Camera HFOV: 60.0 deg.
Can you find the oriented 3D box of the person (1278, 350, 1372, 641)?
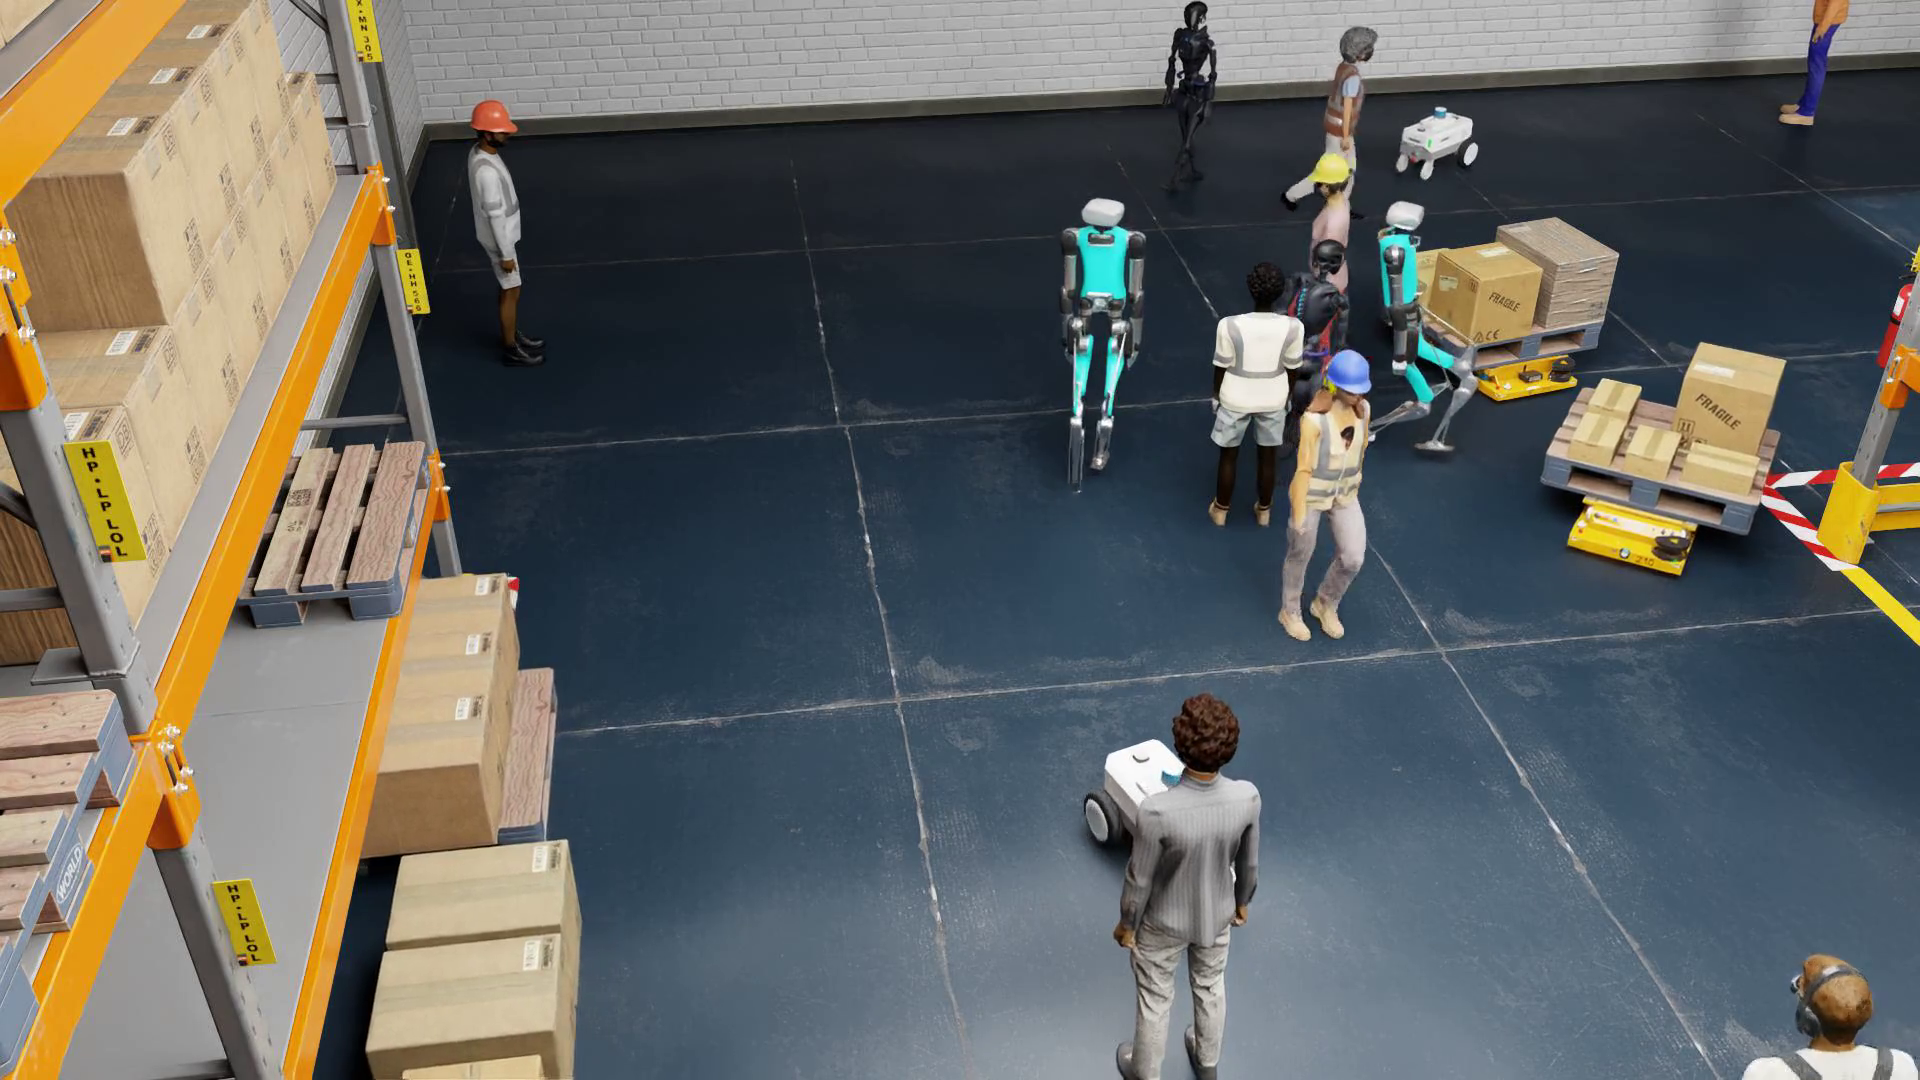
[{"bbox_3d":[1.939,-0.202,8.800,0.481,1.763,0.481,-11,35,-17],"label":"person"}]

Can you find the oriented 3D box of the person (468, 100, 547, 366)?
[{"bbox_3d":[-3.170,-2.119,11.592,0.383,1.924,0.547,-10,34,-14],"label":"person"}]

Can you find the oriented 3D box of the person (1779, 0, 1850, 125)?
[{"bbox_3d":[8.271,-4.983,15.923,0.390,1.982,0.507,16,37,23],"label":"person"}]

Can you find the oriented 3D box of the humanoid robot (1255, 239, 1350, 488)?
[{"bbox_3d":[2.160,-1.098,10.272,0.676,1.624,0.612,-20,38,-28],"label":"humanoid robot"}]

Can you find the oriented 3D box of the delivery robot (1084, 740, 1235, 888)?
[{"bbox_3d":[0.947,1.266,7.669,0.499,0.614,0.803,-15,36,-22],"label":"delivery robot"}]

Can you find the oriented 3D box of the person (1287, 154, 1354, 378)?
[{"bbox_3d":[2.407,-1.732,11.154,0.376,1.756,0.525,4,33,5],"label":"person"}]

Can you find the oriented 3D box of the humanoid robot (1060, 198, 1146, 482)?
[{"bbox_3d":[0.830,-1.103,10.311,0.551,1.897,0.746,8,34,12],"label":"humanoid robot"}]

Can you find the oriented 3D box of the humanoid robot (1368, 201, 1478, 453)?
[{"bbox_3d":[2.962,-1.257,10.445,0.961,1.729,0.531,10,34,15],"label":"humanoid robot"}]

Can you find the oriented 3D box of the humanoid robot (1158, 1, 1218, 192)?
[{"bbox_3d":[1.961,-3.870,14.512,0.696,1.631,0.610,-23,39,-31],"label":"humanoid robot"}]

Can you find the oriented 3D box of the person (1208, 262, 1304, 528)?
[{"bbox_3d":[1.734,-0.832,9.827,0.528,1.688,0.321,-2,33,-3],"label":"person"}]

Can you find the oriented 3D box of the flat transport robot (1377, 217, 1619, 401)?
[{"bbox_3d":[3.760,-1.436,12.053,0.659,0.231,1.431,-11,35,-17],"label":"flat transport robot"}]

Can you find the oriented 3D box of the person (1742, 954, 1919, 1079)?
[{"bbox_3d":[2.639,2.058,5.282,0.553,1.821,0.414,-3,33,-5],"label":"person"}]

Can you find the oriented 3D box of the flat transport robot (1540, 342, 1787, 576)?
[{"bbox_3d":[4.264,-0.278,10.279,0.659,0.231,1.431,17,37,25],"label":"flat transport robot"}]

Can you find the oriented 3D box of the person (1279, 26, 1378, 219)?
[{"bbox_3d":[3.104,-3.455,13.871,0.680,1.657,0.485,5,33,8],"label":"person"}]

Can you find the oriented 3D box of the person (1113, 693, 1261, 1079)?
[{"bbox_3d":[0.861,1.393,6.238,0.554,1.892,0.399,-9,34,-14],"label":"person"}]

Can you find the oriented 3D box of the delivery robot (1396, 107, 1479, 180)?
[{"bbox_3d":[4.353,-3.652,15.179,0.773,0.586,0.499,-26,41,-34],"label":"delivery robot"}]
